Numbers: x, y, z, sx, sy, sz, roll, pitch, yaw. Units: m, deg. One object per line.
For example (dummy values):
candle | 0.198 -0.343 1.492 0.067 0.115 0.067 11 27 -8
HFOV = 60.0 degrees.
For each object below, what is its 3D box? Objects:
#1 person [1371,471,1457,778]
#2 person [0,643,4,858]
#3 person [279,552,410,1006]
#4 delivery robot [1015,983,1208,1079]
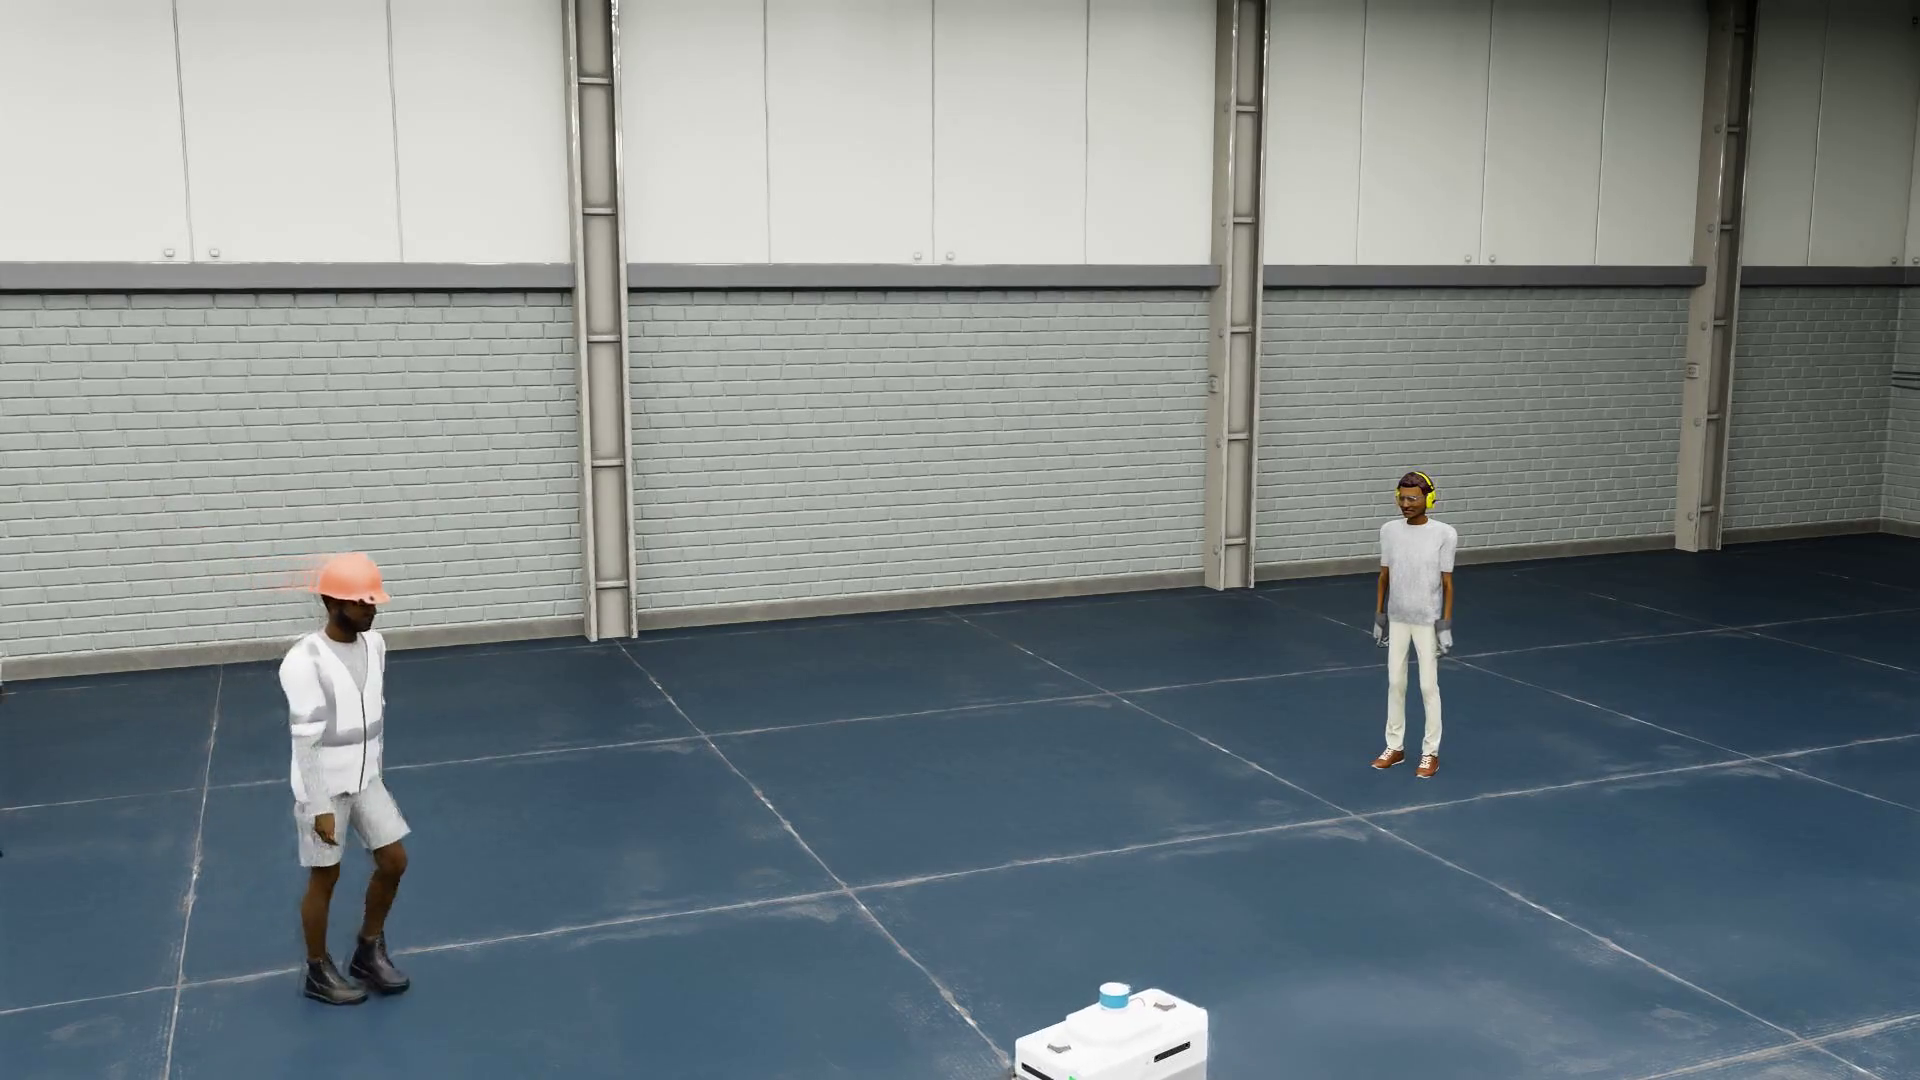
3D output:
person | 2.757 0.509 10.111 0.516 1.860 0.312 7 11 38
person | -5.399 0.715 8.749 0.971 1.888 0.594 6 11 33
person | -2.521 0.998 6.857 0.552 1.913 0.578 4 10 24
delivery robot | 0.537 1.793 5.813 0.707 0.478 0.477 -7 12 -39
